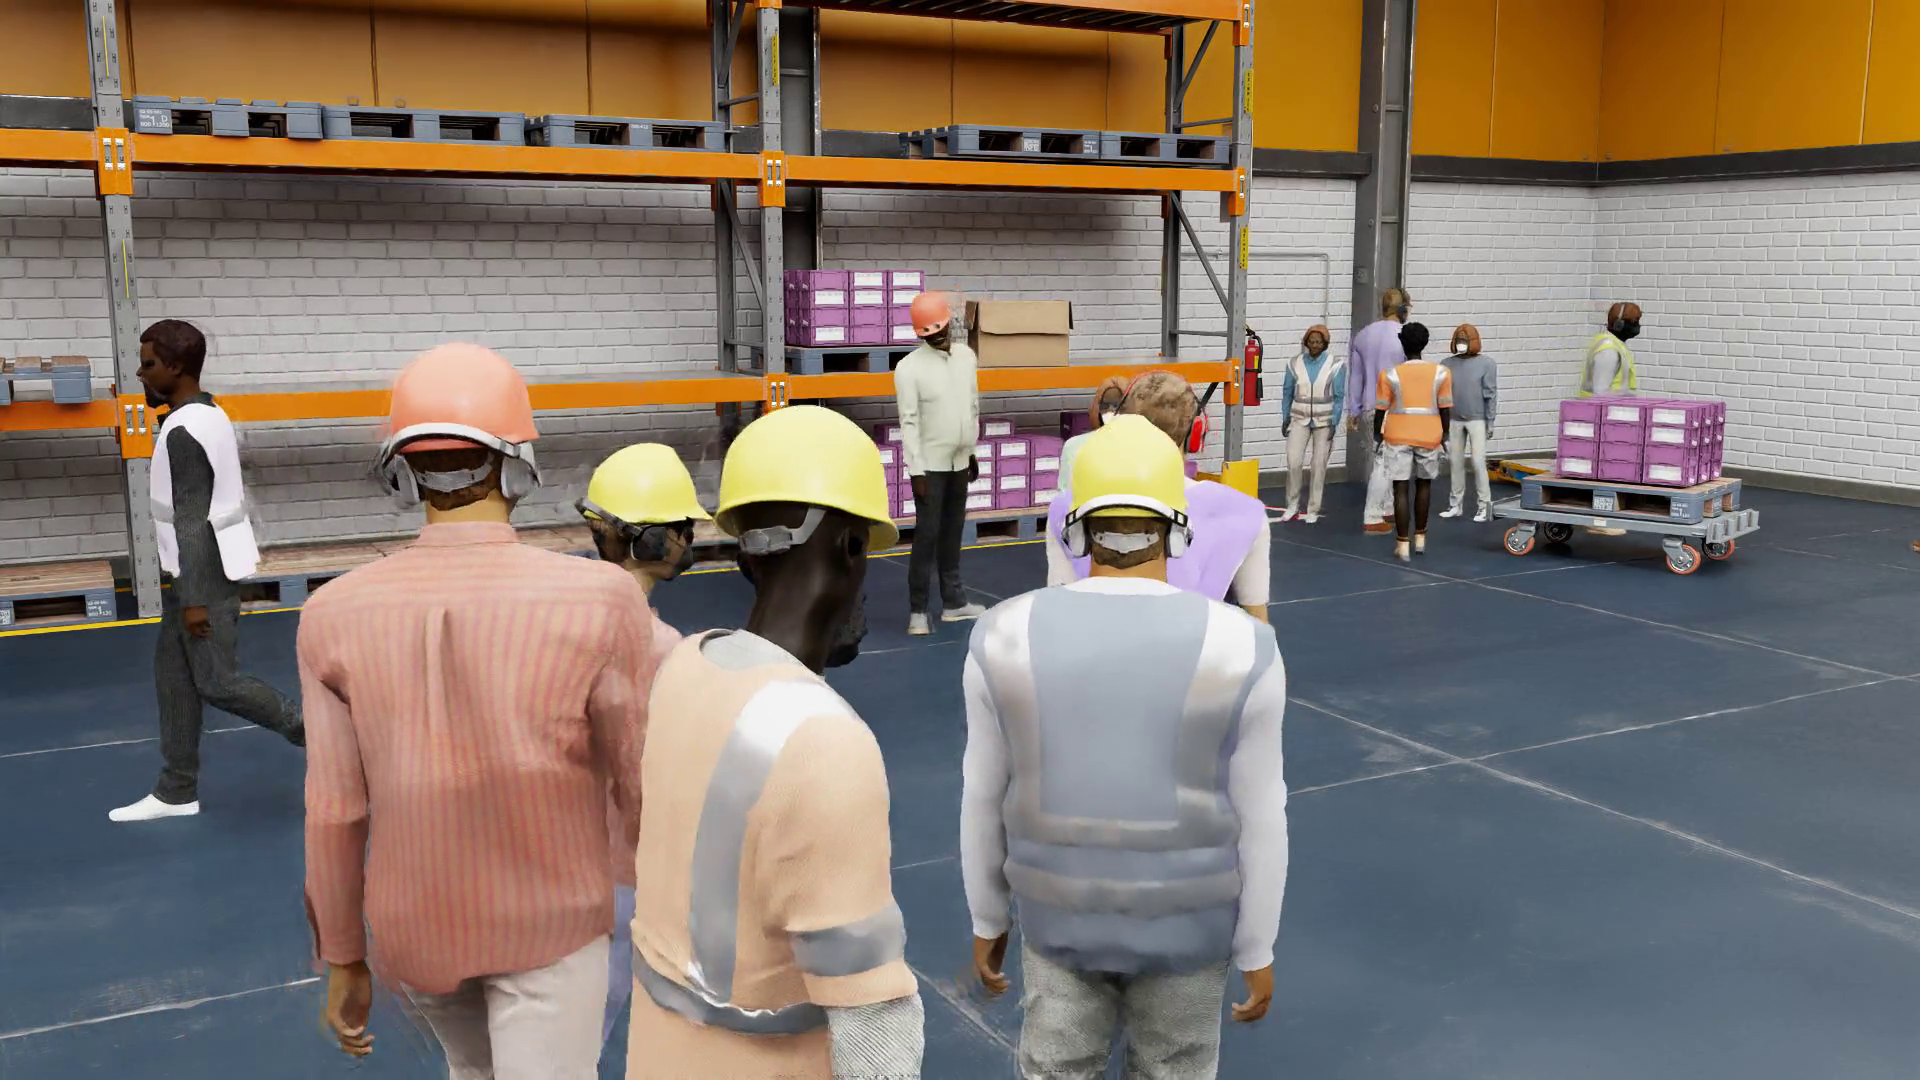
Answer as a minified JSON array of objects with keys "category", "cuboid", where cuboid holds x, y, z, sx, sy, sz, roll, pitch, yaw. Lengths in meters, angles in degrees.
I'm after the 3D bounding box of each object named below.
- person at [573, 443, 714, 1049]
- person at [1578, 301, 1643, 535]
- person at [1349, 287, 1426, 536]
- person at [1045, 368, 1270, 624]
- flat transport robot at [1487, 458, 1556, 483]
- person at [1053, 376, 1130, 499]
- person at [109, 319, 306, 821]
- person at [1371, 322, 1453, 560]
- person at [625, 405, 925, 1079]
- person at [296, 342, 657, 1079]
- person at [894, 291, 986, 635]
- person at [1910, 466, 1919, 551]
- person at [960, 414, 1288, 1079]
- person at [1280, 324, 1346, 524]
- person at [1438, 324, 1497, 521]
[{"category":"person","cuboid":[-0.700,0.659,3.461,0.963,1.711,0.532,-5,11,-29]},{"category":"person","cuboid":[4.932,-0.940,12.912,0.602,1.816,0.646,4,10,25]},{"category":"person","cuboid":[3.402,-0.990,12.881,0.734,1.912,0.651,-5,11,-29]},{"category":"person","cuboid":[0.523,0.452,4.426,0.598,1.799,0.926,1,9,7]},{"category":"flat transport robot","cuboid":[5.572,-0.603,15.534,0.652,0.197,1.431,-2,10,-12]},{"category":"person","cuboid":[0.681,0.061,7.468,0.510,1.590,0.840,3,10,18]},{"category":"person","cuboid":[-2.750,0.123,6.206,0.840,1.892,0.596,-3,10,-19]},{"category":"person","cuboid":[3.214,-0.720,11.921,0.548,1.676,0.603,1,9,5]},{"category":"person","cuboid":[-0.274,0.775,2.211,0.524,1.897,0.667,-4,10,-23]},{"category":"person","cuboid":[-0.798,0.652,2.787,0.620,1.958,0.981,1,9,8]},{"category":"person","cuboid":[-0.060,-0.440,9.493,0.381,1.946,0.786,8,12,40]},{"category":"person","cuboid":[7.020,-0.774,11.743,0.621,1.855,0.602,4,10,24]},{"category":"person","cuboid":[0.282,0.687,2.994,0.596,1.813,0.598,3,10,17]},{"category":"person","cuboid":[2.832,-0.922,13.375,0.521,1.616,0.467,4,10,20]},{"category":"person","cuboid":[4.155,-0.960,13.639,0.506,1.619,0.341,8,12,40]}]
